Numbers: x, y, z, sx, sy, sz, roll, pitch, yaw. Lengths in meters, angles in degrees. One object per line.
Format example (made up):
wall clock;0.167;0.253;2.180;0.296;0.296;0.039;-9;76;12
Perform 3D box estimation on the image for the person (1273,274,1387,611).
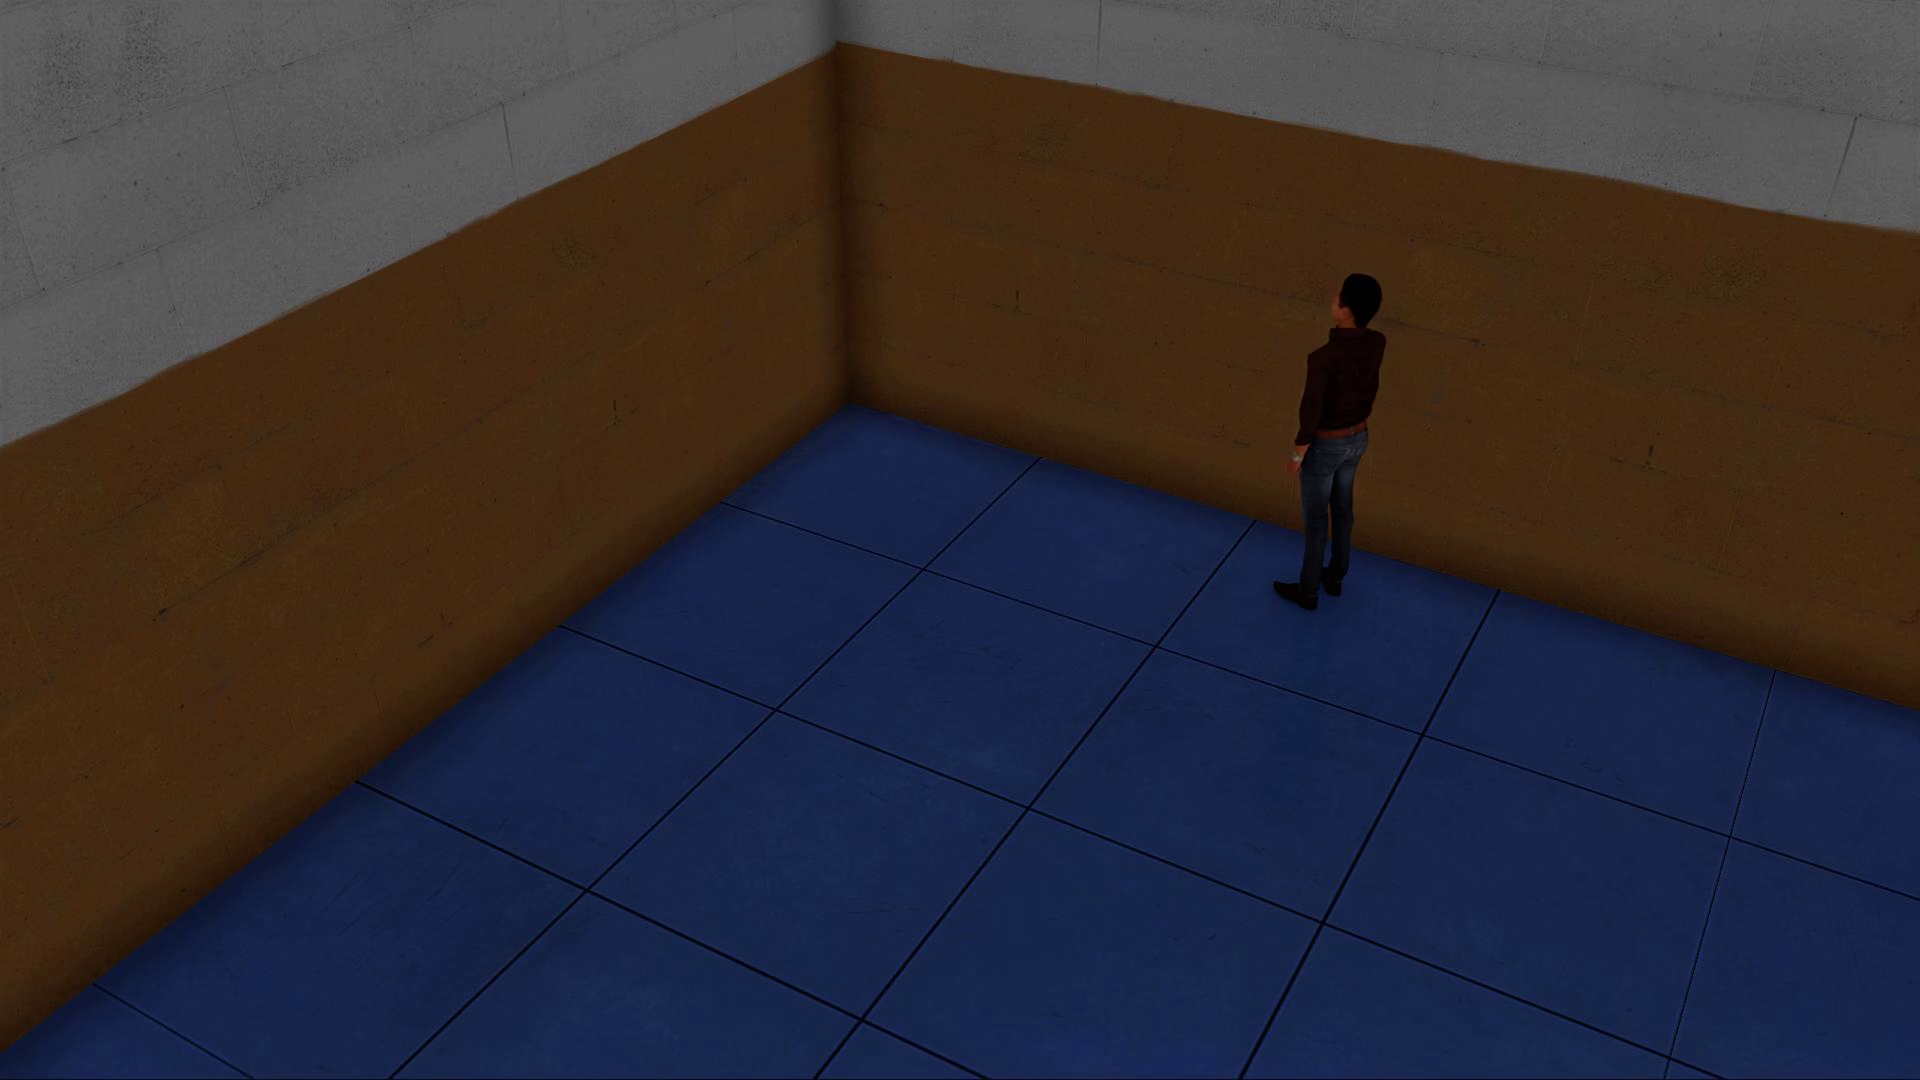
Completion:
person;1.817;-0.464;8.043;0.622;1.783;0.776;-21;39;-29
